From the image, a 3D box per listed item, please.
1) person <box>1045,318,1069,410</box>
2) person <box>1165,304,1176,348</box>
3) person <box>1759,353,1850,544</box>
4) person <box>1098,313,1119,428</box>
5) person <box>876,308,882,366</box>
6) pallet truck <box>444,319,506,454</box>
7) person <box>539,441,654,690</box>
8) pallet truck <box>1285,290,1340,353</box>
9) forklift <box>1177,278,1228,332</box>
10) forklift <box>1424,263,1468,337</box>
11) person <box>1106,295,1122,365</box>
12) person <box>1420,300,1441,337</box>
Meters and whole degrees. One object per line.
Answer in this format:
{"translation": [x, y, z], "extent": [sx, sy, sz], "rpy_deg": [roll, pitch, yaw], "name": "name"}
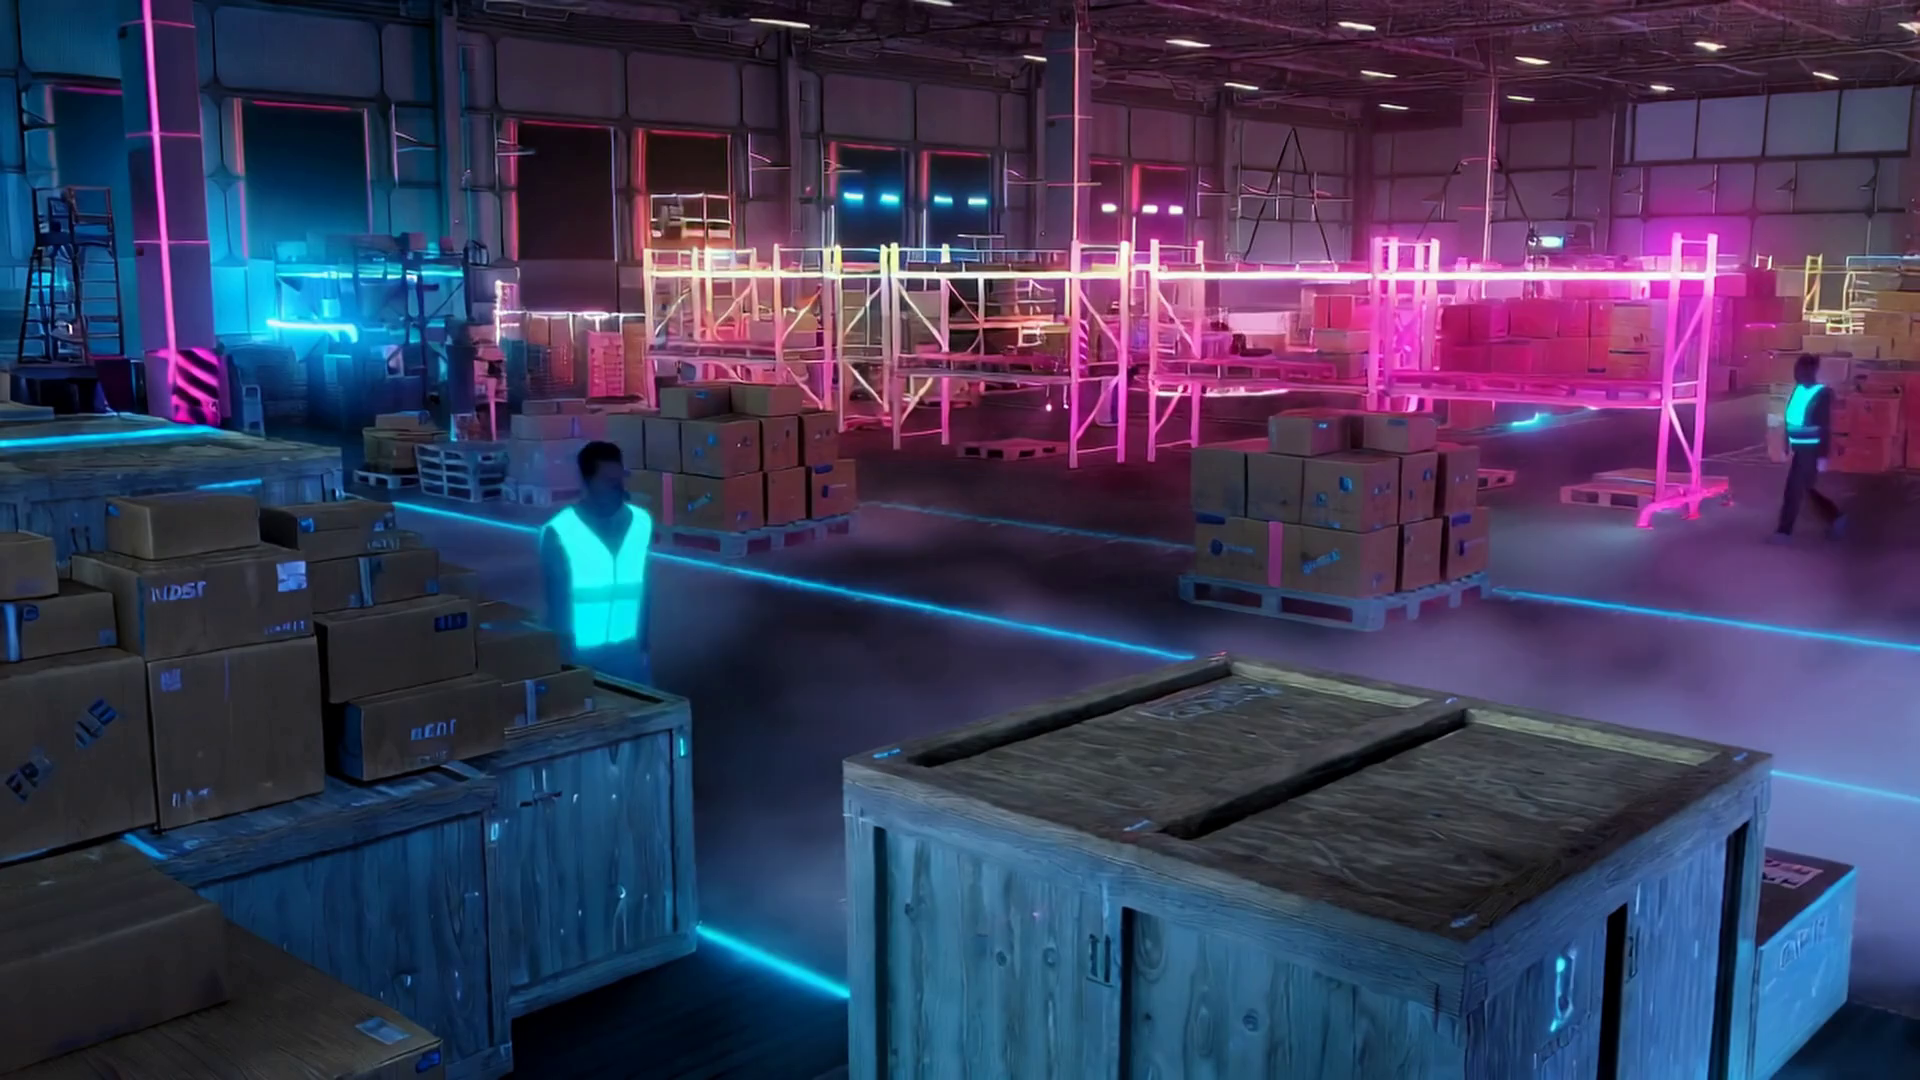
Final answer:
{"translation": [1.839, -3.323, 31.437], "extent": [0.486, 1.738, 0.338], "rpy_deg": [-2, 9, -12], "name": "person"}
{"translation": [5.885, -5.778, 46.631], "extent": [0.402, 1.686, 0.538], "rpy_deg": [-1, 9, -9], "name": "person"}
{"translation": [8.233, -0.875, 16.063], "extent": [0.858, 1.860, 0.584], "rpy_deg": [0, 9, -1], "name": "person"}
{"translation": [2.496, -2.836, 27.842], "extent": [0.365, 1.928, 0.594], "rpy_deg": [-1, 9, -7], "name": "person"}
{"translation": [-2.086, -5.363, 44.259], "extent": [0.314, 1.633, 0.519], "rpy_deg": [0, 9, 2], "name": "person"}
{"translation": [-6.981, -1.942, 22.150], "extent": [1.885, 1.965, 0.823], "rpy_deg": [1, 9, 9], "name": "pallet truck"}
{"translation": [-1.580, 0.501, 7.488], "extent": [0.592, 1.897, 0.651], "rpy_deg": [-9, 13, -44], "name": "person"}
{"translation": [11.297, -6.951, 52.861], "extent": [1.885, 1.965, 0.823], "rpy_deg": [-5, 11, -29], "name": "pallet truck"}
{"translation": [6.522, -6.401, 46.791], "extent": [1.873, 2.768, 1.129], "rpy_deg": [9, 13, 43], "name": "forklift"}
{"translation": [14.006, -6.379, 46.656], "extent": [1.873, 2.768, 1.129], "rpy_deg": [3, 10, 15], "name": "forklift"}
{"translation": [4.276, -5.744, 45.672], "extent": [0.542, 1.929, 0.373], "rpy_deg": [0, 9, 0], "name": "person"}
{"translation": [14.328, -6.556, 50.718], "extent": [0.635, 1.916, 0.855], "rpy_deg": [4, 10, 21], "name": "person"}
